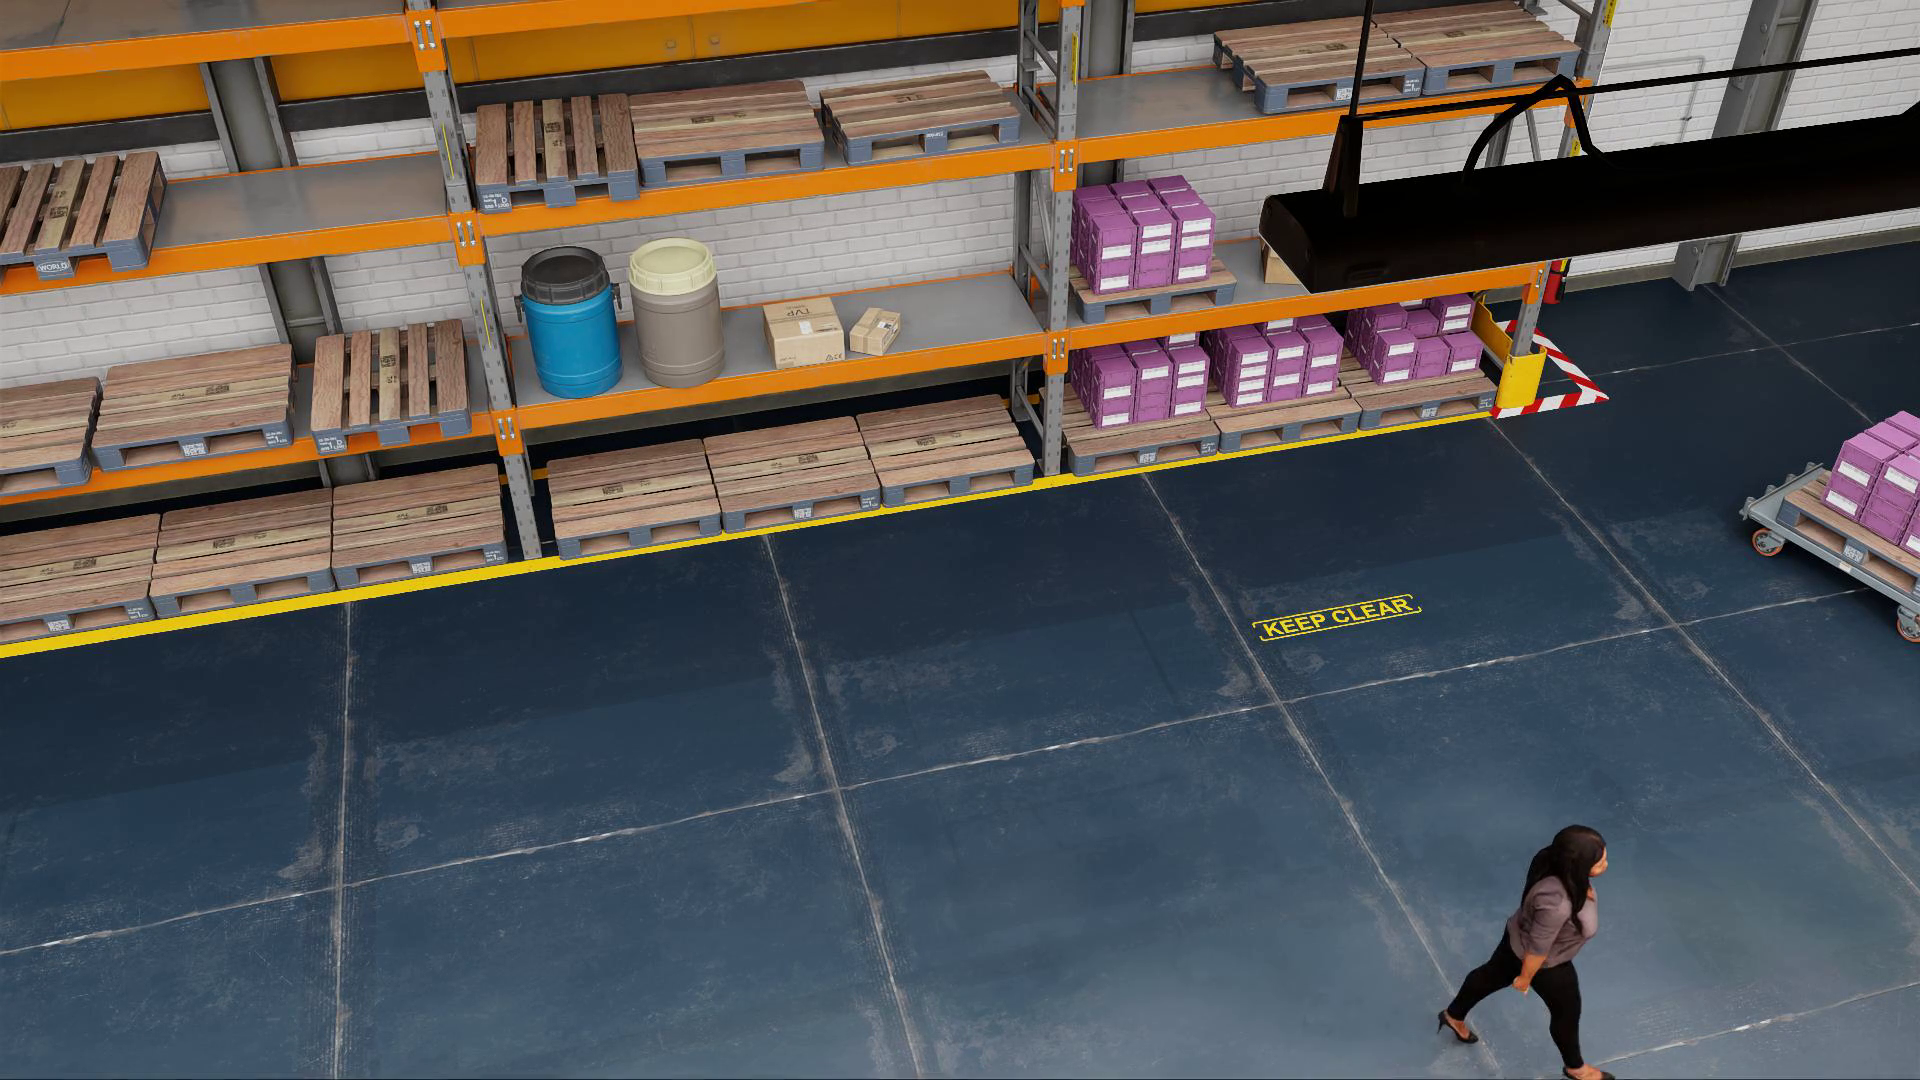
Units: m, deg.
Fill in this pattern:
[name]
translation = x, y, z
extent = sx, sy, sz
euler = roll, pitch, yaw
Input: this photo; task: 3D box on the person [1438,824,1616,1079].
[person]
translation = 2.805, 2.061, 8.385
extent = 1.223, 1.798, 0.996
euler = 8, 39, 10
